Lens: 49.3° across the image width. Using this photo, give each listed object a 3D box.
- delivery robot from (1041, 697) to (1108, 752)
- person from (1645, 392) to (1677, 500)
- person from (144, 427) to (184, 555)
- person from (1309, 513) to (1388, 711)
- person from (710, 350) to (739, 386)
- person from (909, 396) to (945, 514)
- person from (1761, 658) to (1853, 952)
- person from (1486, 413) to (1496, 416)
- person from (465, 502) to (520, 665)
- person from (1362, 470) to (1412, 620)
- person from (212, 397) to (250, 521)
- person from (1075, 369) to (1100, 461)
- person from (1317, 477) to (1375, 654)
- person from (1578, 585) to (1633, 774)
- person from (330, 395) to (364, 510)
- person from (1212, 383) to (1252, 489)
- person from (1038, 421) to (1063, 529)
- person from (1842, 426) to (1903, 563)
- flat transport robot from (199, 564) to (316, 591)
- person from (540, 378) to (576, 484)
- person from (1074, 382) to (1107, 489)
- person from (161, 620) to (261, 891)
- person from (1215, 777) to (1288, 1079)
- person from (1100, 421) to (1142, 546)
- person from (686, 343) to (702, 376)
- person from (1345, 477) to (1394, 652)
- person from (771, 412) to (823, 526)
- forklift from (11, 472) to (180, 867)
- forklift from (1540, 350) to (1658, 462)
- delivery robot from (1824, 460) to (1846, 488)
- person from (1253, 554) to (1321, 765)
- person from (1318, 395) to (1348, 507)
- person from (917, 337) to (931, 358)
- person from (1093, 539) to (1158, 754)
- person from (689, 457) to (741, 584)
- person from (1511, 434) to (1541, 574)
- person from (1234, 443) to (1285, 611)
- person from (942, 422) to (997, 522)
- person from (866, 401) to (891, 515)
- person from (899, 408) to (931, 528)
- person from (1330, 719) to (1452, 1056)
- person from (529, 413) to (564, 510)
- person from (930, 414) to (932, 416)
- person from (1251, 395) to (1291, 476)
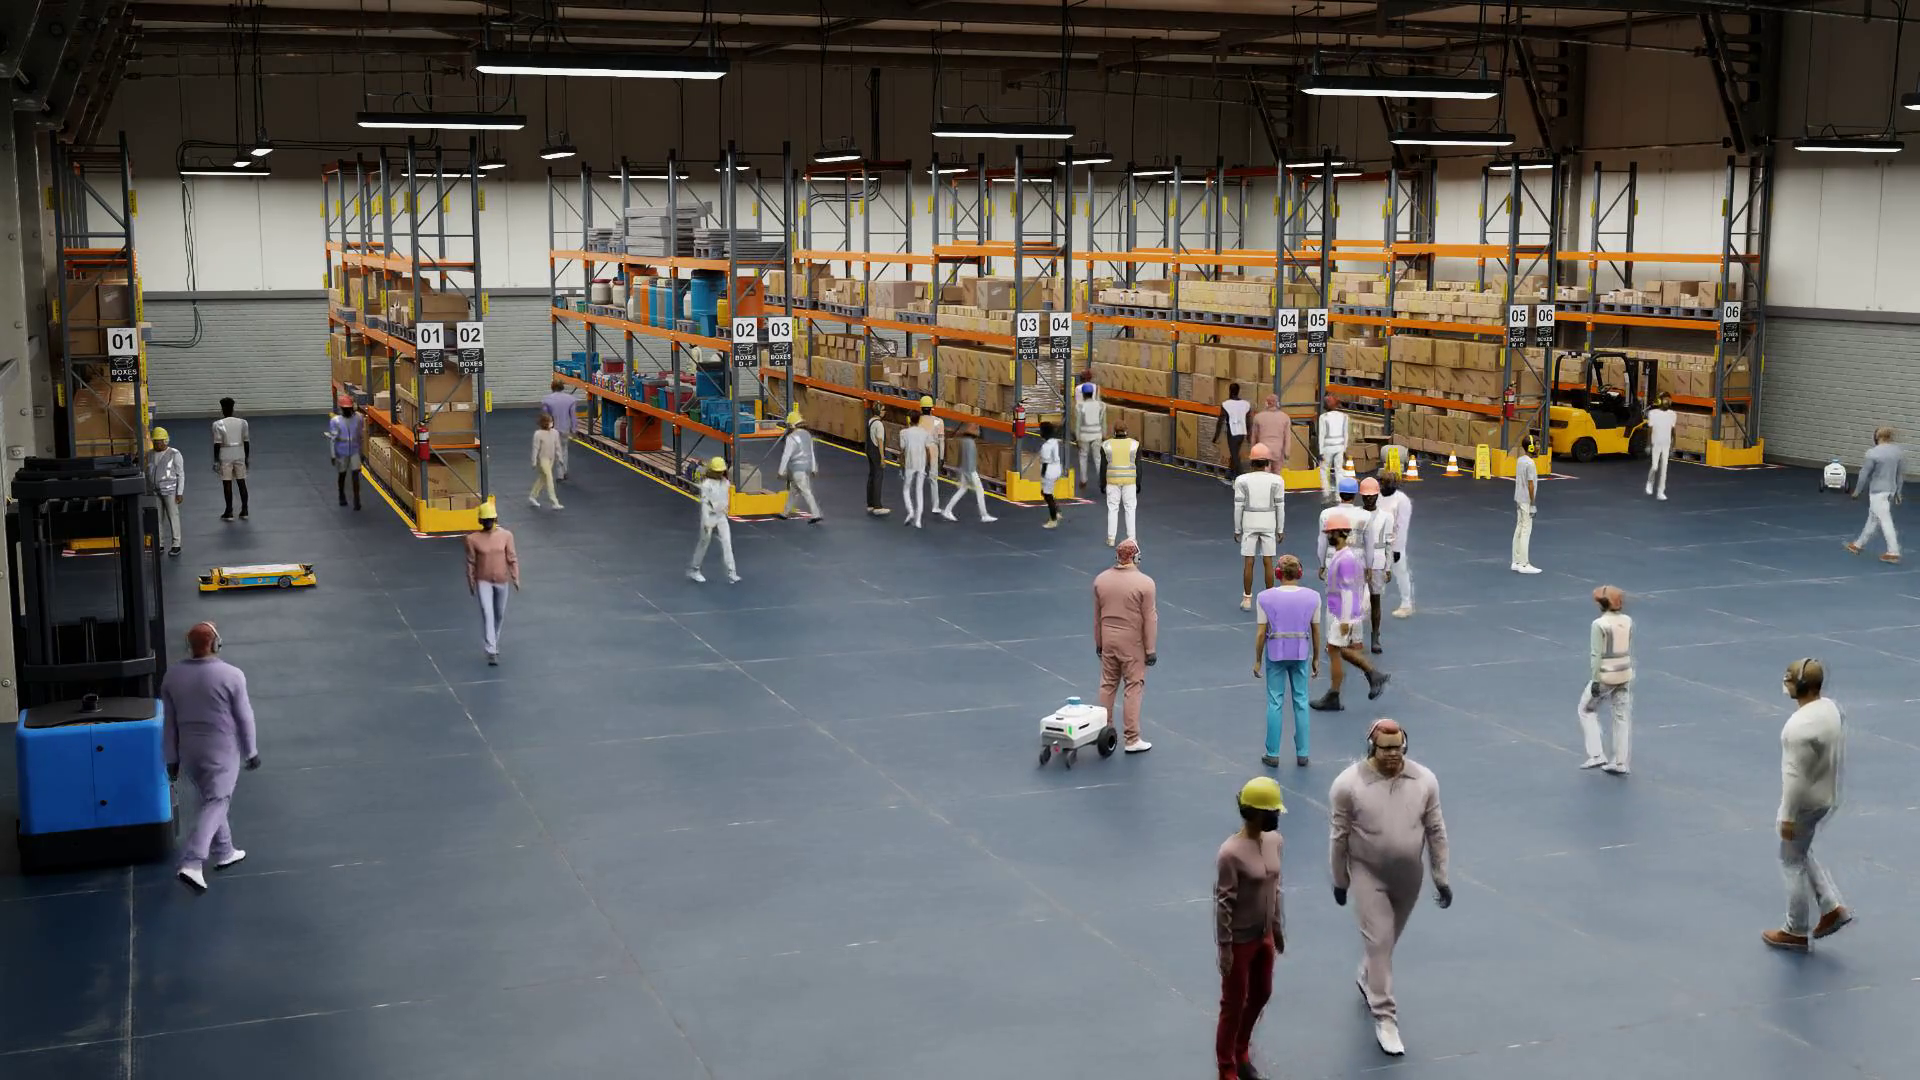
[{"bbox_3d":[1.006,1.625,18.435,0.477,0.478,0.707,5,10,32],"label":"delivery robot"},{"bbox_3d":[12.032,-1.632,35.987,0.544,1.858,0.476,0,9,-3],"label":"person"},{"bbox_3d":[-11.359,-0.697,29.845,0.602,1.830,0.404,2,9,12],"label":"person"},{"bbox_3d":[3.794,0.692,20.336,0.695,1.914,0.576,1,9,5],"label":"person"},{"bbox_3d":[-5.621,-3.801,49.990,0.687,2.000,0.950,-1,9,-7],"label":"person"},{"bbox_3d":[-0.540,-1.387,34.119,0.590,1.930,0.358,1,9,4],"label":"person"},{"bbox_3d":[5.454,1.706,13.521,0.458,1.923,0.649,7,11,40],"label":"person"},{"bbox_3d":[10.756,-2.559,42.764,0.541,1.674,0.708,-3,9,-17],"label":"person"},{"bbox_3d":[-5.074,0.430,22.663,0.525,1.729,0.871,-4,9,-24],"label":"person"},{"bbox_3d":[5.061,0.066,24.900,0.952,1.791,0.649,-6,10,-34],"label":"person"},{"bbox_3d":[-11.641,-1.302,33.437,0.366,1.962,0.614,8,12,44],"label":"person"},{"bbox_3d":[2.561,-2.470,41.583,0.580,1.866,0.672,-5,10,-30],"label":"person"},{"bbox_3d":[4.234,0.275,22.982,0.616,1.946,0.392,2,9,14],"label":"person"},{"bbox_3d":[5.549,1.195,17.934,0.534,1.620,0.482,-5,10,-32],"label":"person"},{"bbox_3d":[-10.213,-1.482,34.878,0.558,1.903,0.956,-4,9,-26],"label":"person"},{"bbox_3d":[4.866,-1.869,37.536,0.605,1.868,0.962,-6,10,-33],"label":"person"},{"bbox_3d":[1.371,-1.001,32.351,0.367,1.677,0.550,3,9,18],"label":"person"},{"bbox_3d":[12.849,-0.657,29.401,0.619,1.878,1.007,-5,10,-29],"label":"person"},{"bbox_3d":[-9.181,0.476,27.349,1.431,0.197,0.652,-3,9,-21],"label":"flat transport robot"},{"bbox_3d":[-7.383,-2.003,38.310,0.638,1.908,0.840,-5,10,-30],"label":"person"},{"bbox_3d":[2.330,-1.839,37.167,0.620,1.923,0.750,-2,9,-10],"label":"person"},{"bbox_3d":[-5.388,1.517,14.955,0.629,1.874,0.945,2,9,16],"label":"person"},{"bbox_3d":[1.541,2.135,11.261,0.424,1.763,0.556,8,11,41],"label":"person"},{"bbox_3d":[2.362,-0.832,30.735,0.621,1.839,0.429,1,9,4],"label":"person"},{"bbox_3d":[-6.933,-4.412,54.611,0.404,1.831,0.600,1,9,3],"label":"person"},{"bbox_3d":[4.486,0.271,23.041,0.543,1.939,0.359,2,9,11],"label":"person"},{"bbox_3d":[-2.541,-1.119,32.850,0.996,1.776,0.610,4,9,24],"label":"person"},{"bbox_3d":[-6.630,0.886,15.957,1.129,2.768,1.873,-3,9,-21],"label":"forklift"},{"bbox_3d":[12.897,-2.725,42.309,2.313,2.155,1.214,-3,9,-21],"label":"forklift"},{"bbox_3d":[15.507,-1.177,37.113,0.477,0.478,0.707,3,9,21],"label":"delivery robot"},{"bbox_3d":[2.845,1.045,18.195,0.574,1.841,0.374,0,9,-3],"label":"person"},{"bbox_3d":[6.234,-1.501,35.103,0.619,1.862,0.617,-3,9,-17],"label":"person"},{"bbox_3d":[-0.811,-4.116,52.307,0.694,1.938,1.033,4,9,24],"label":"person"},{"bbox_3d":[1.489,0.935,18.803,0.658,1.895,0.411,8,11,41],"label":"person"},{"bbox_3d":[-3.214,-0.260,27.425,0.521,1.691,0.925,-8,12,-43],"label":"person"},{"bbox_3d":[7.692,-0.500,28.402,0.332,1.874,0.520,-1,9,-6],"label":"person"},{"bbox_3d":[3.645,-0.157,25.532,0.614,2.047,0.361,1,9,6],"label":"person"},{"bbox_3d":[0.122,-1.086,33.252,0.831,1.591,0.484,-2,9,-14],"label":"person"},{"bbox_3d":[-1.351,-1.346,34.130,0.328,1.844,0.514,-4,9,-25],"label":"person"},{"bbox_3d":[-0.693,-1.120,32.613,0.529,1.854,0.392,-2,9,-10],"label":"person"},{"bbox_3d":[2.492,1.940,12.202,0.654,1.861,0.989,-1,9,-10],"label":"person"},{"bbox_3d":[-6.914,-1.329,34.856,0.865,1.593,0.489,5,10,32],"label":"person"},{"bbox_3d":[-0.861,-3.154,45.887,0.668,1.954,0.791,-3,9,-17],"label":"person"},{"bbox_3d":[5.201,-1.500,35.070,0.645,1.872,0.868,0,9,2],"label":"person"}]
